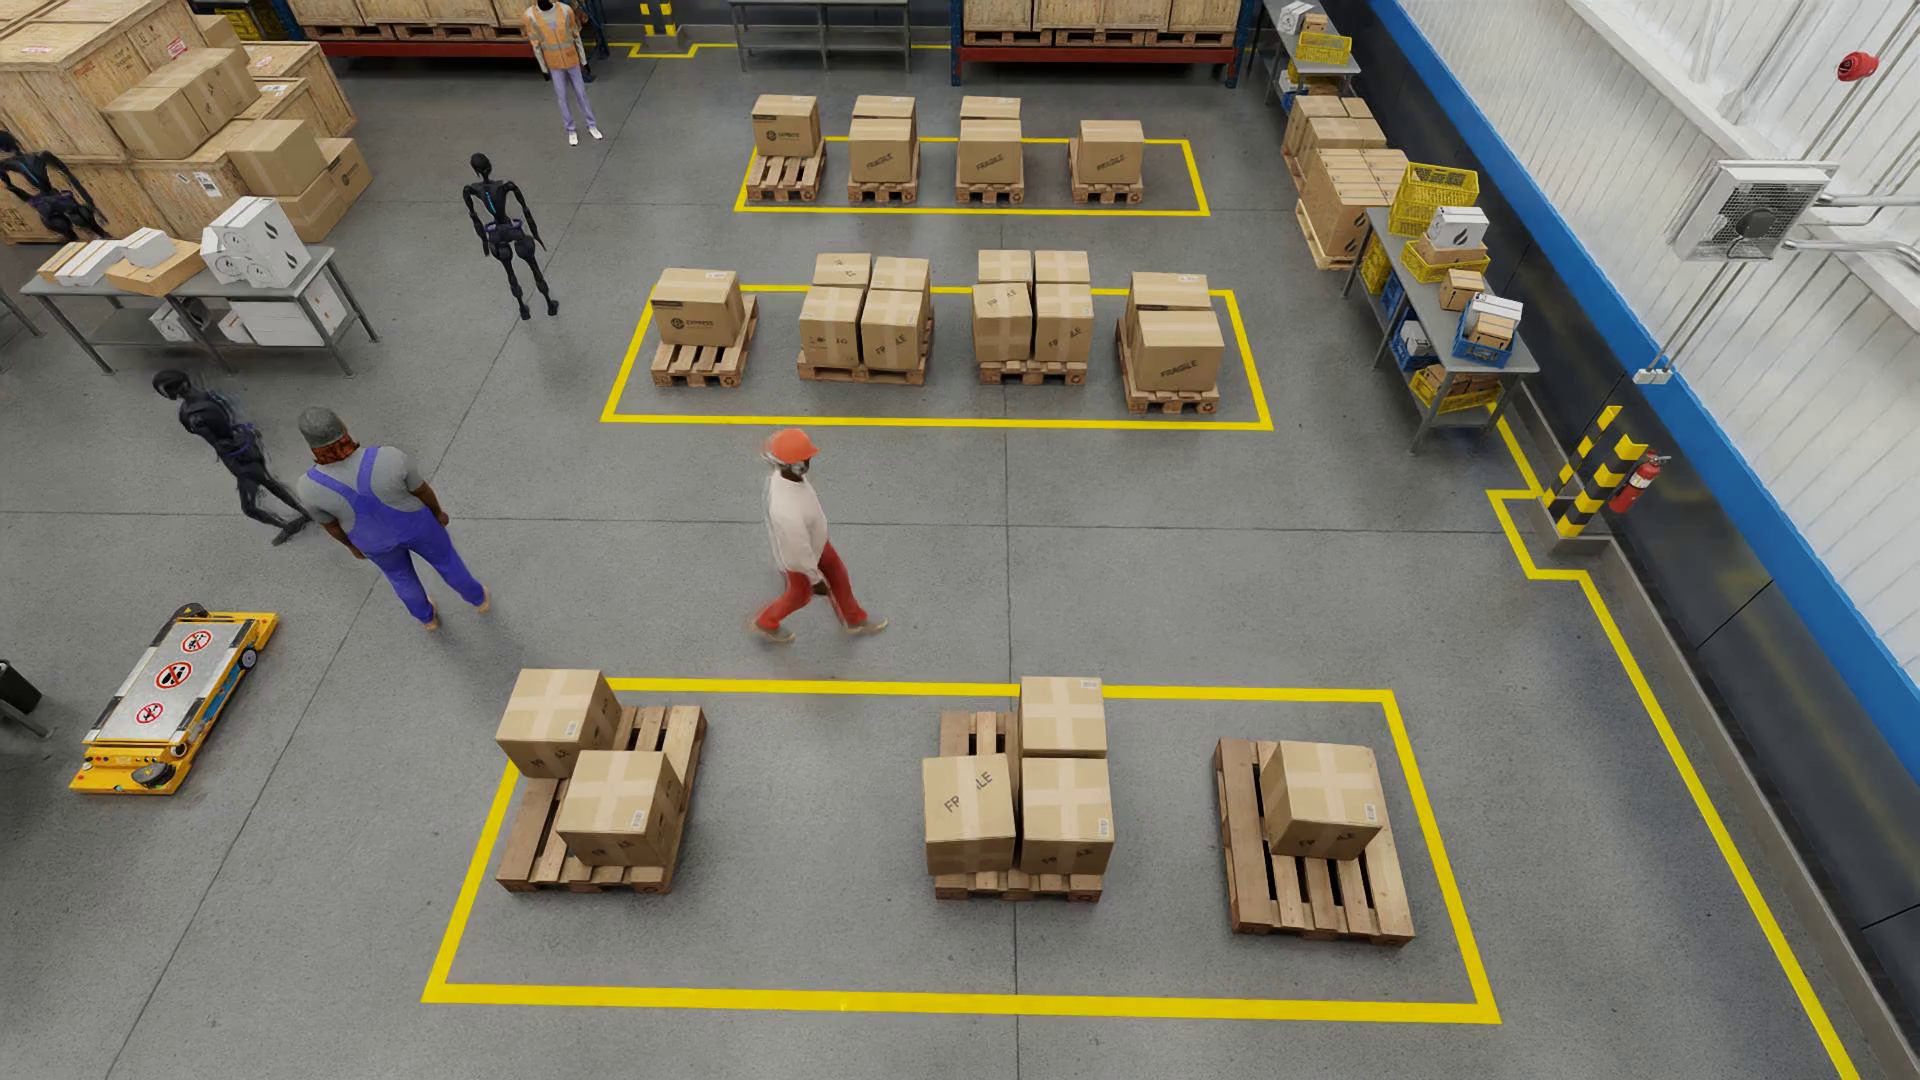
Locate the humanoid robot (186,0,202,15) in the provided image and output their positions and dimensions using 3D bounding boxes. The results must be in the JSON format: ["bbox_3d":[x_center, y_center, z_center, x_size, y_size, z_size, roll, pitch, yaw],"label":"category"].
[{"bbox_3d":[-9.957,-6.466,11.915,0.565,1.651,0.351,-34,58,-25],"label":"humanoid robot"}]

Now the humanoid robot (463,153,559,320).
[{"bbox_3d":[-4.401,-2.946,8.937,0.574,1.650,0.341,-11,51,-9],"label":"humanoid robot"}]

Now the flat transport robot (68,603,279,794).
[{"bbox_3d":[-5.504,1.072,6.442,0.652,0.197,1.431,1,50,1],"label":"flat transport robot"}]

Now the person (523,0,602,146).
[{"bbox_3d":[-4.867,-5.870,11.250,0.587,1.923,0.379,-22,53,-18],"label":"person"}]

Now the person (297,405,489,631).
[{"bbox_3d":[-3.925,-0.139,6.325,0.680,2.000,0.535,-21,53,-17],"label":"person"}]

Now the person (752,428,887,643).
[{"bbox_3d":[-1.070,0.056,6.224,0.971,1.935,0.636,-1,50,-1],"label":"person"}]

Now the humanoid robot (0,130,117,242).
[{"bbox_3d":[-9.144,-3.392,9.341,0.562,1.636,0.612,-28,55,-22],"label":"humanoid robot"}]

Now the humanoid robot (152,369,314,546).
[{"bbox_3d":[-5.514,-0.610,6.965,0.495,1.640,0.611,-25,54,-19],"label":"humanoid robot"}]
